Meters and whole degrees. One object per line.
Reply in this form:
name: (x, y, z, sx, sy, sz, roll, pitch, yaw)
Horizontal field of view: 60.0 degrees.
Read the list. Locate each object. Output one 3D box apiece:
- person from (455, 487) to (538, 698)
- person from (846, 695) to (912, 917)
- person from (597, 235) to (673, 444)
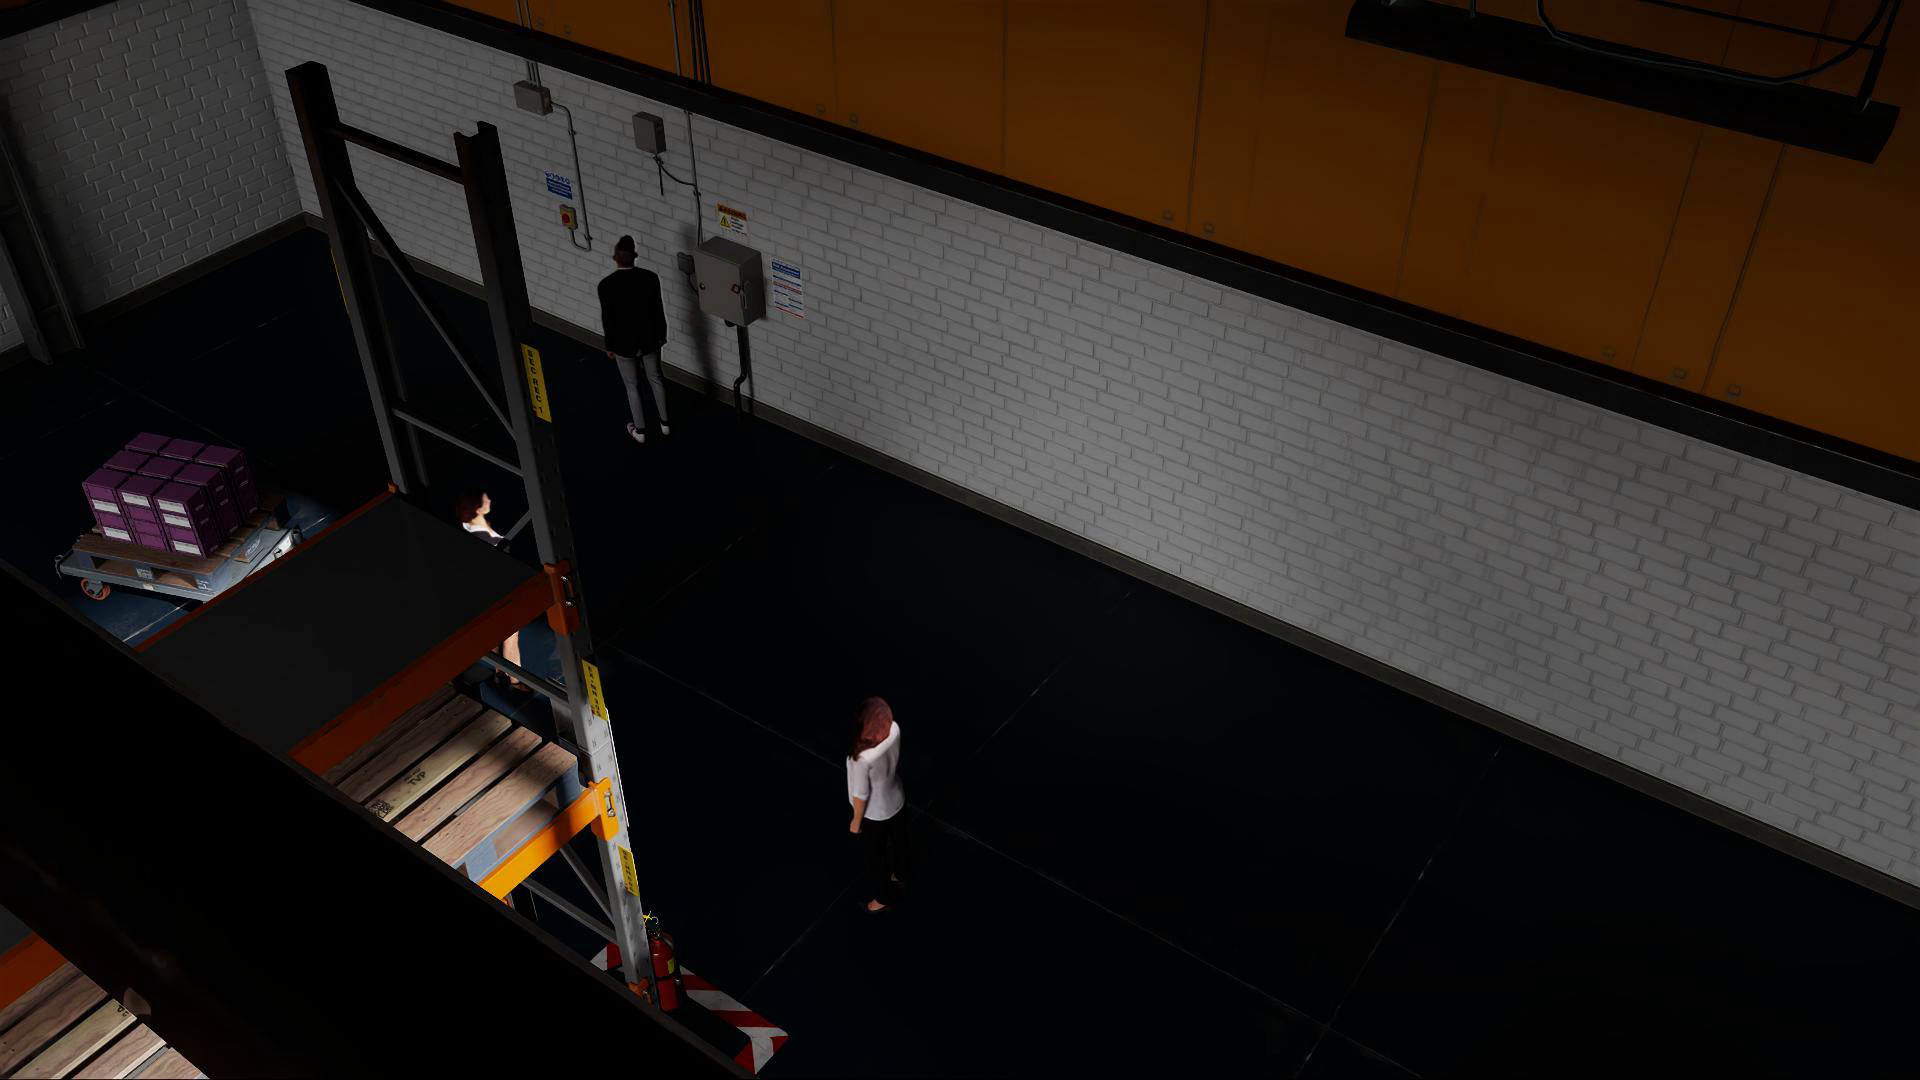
person: (-3.261, 0.374, 11.646, 0.611, 1.795, 0.534, 32, 48, 33)
person: (-0.471, 1.618, 10.089, 0.660, 1.795, 0.446, 23, 44, 26)
person: (-2.756, -1.727, 14.153, 0.714, 1.949, 0.856, -18, 42, -21)
